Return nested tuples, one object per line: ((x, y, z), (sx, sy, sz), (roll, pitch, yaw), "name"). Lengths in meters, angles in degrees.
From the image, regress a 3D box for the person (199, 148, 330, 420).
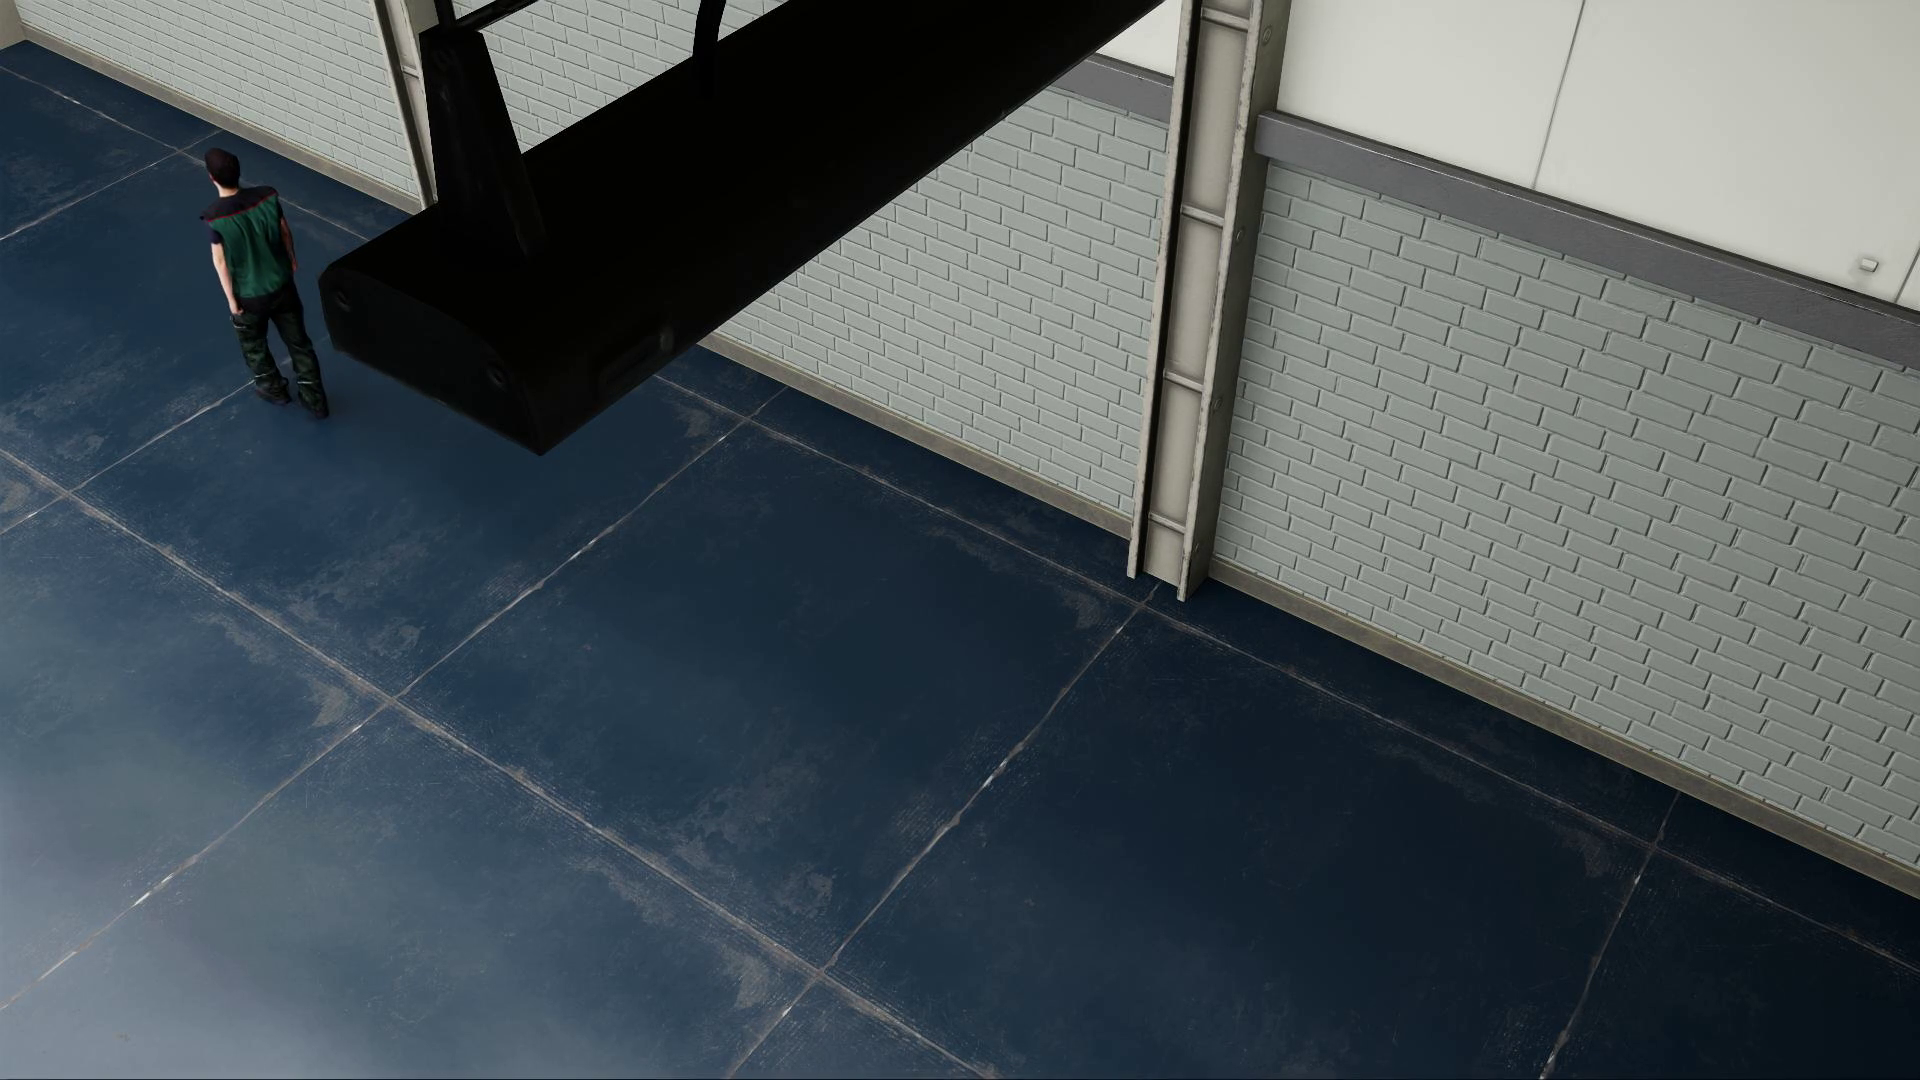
((-4.287, -1.532, 10.340), (0.857, 1.882, 0.756), (31, 51, 29), "person")
